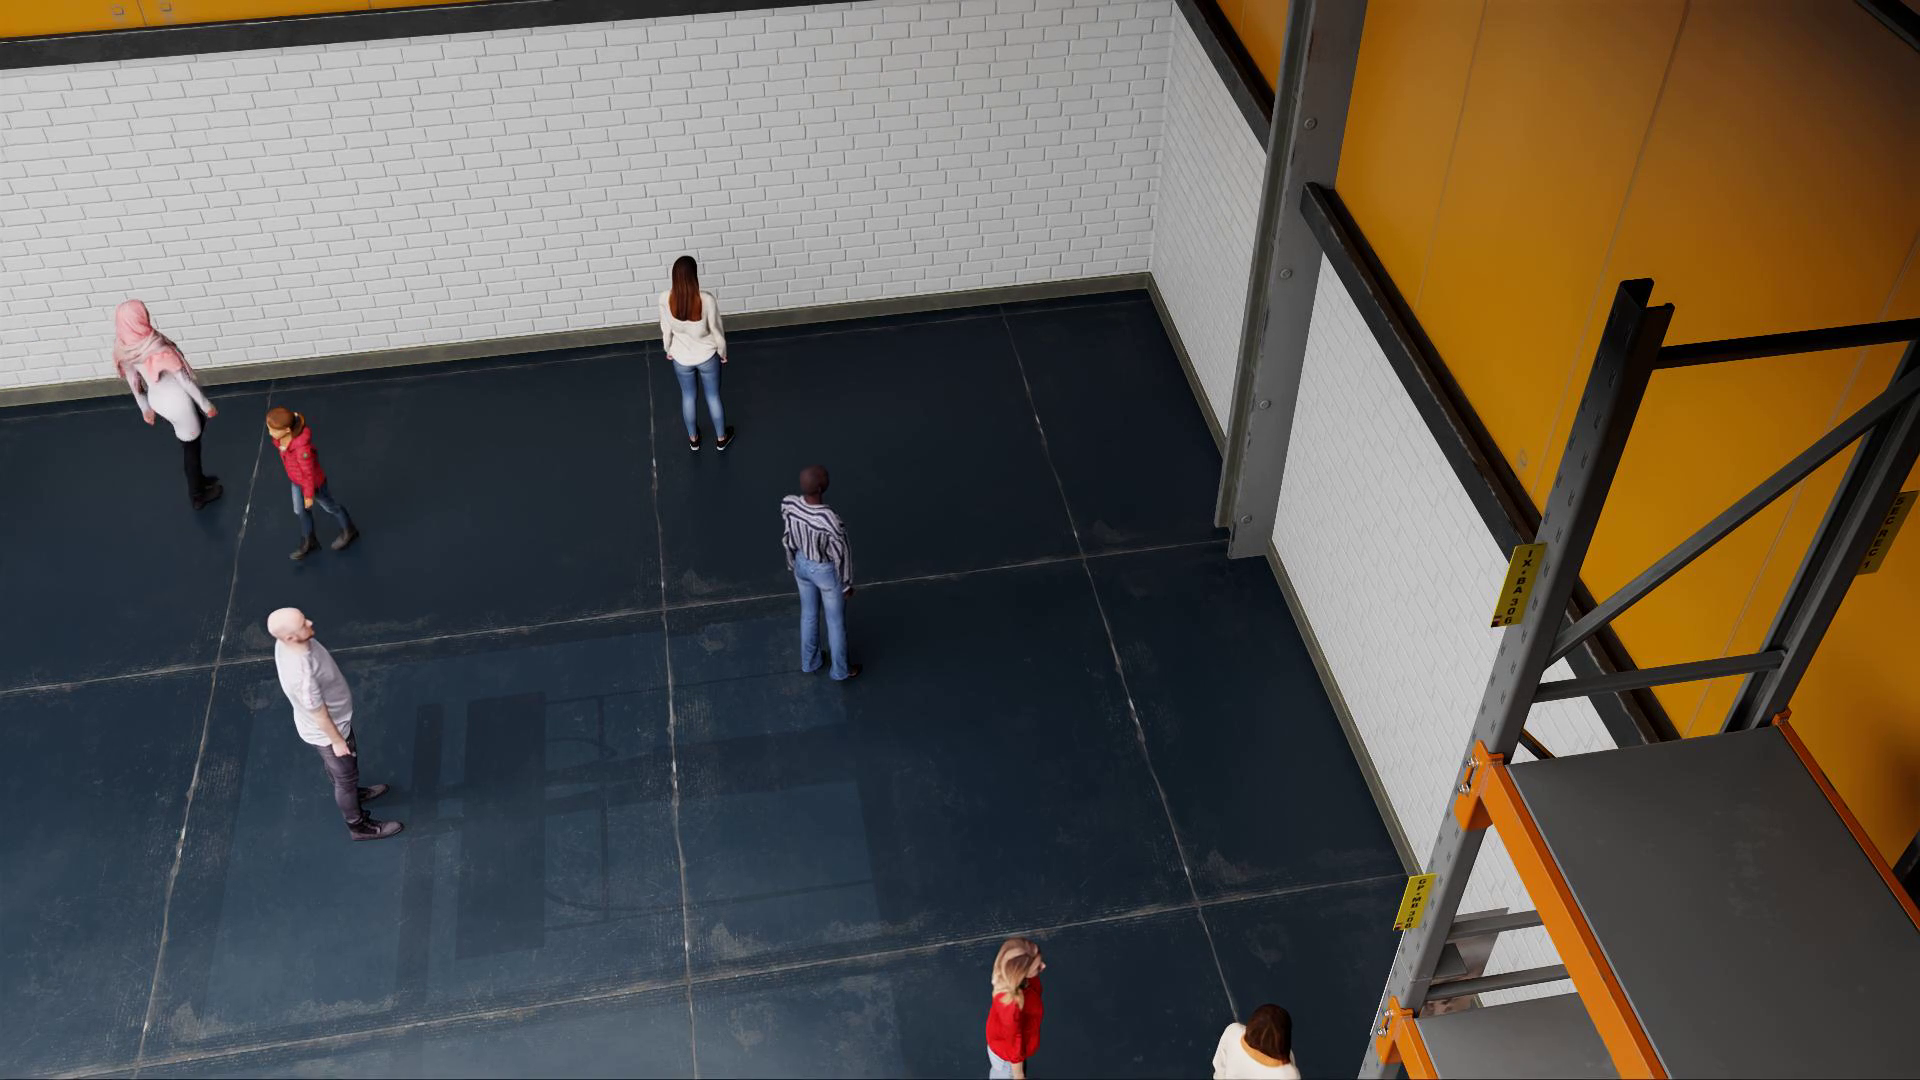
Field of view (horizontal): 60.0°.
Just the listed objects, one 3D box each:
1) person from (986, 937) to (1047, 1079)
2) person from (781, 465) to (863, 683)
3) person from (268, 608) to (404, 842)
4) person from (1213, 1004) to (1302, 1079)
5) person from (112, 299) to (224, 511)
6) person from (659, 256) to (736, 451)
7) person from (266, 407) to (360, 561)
[{"bbox_3d":[0.259,2.483,8.270,0.714,1.704,0.493,0,44,0],"label":"person"},{"bbox_3d":[-0.890,0.229,10.571,0.693,1.795,0.744,23,48,23],"label":"person"},{"bbox_3d":[-3.696,1.052,9.680,0.776,1.832,0.623,-19,47,-19],"label":"person"},{"bbox_3d":[1.396,2.730,8.027,0.675,1.682,0.759,31,52,28],"label":"person"},{"bbox_3d":[-5.615,-0.894,11.753,0.775,1.791,0.827,20,47,20],"label":"person"},{"bbox_3d":[-1.955,-1.377,12.331,0.677,1.692,0.627,3,44,3],"label":"person"},{"bbox_3d":[-4.492,-0.449,11.643,0.742,1.297,0.802,25,49,24],"label":"person"}]
